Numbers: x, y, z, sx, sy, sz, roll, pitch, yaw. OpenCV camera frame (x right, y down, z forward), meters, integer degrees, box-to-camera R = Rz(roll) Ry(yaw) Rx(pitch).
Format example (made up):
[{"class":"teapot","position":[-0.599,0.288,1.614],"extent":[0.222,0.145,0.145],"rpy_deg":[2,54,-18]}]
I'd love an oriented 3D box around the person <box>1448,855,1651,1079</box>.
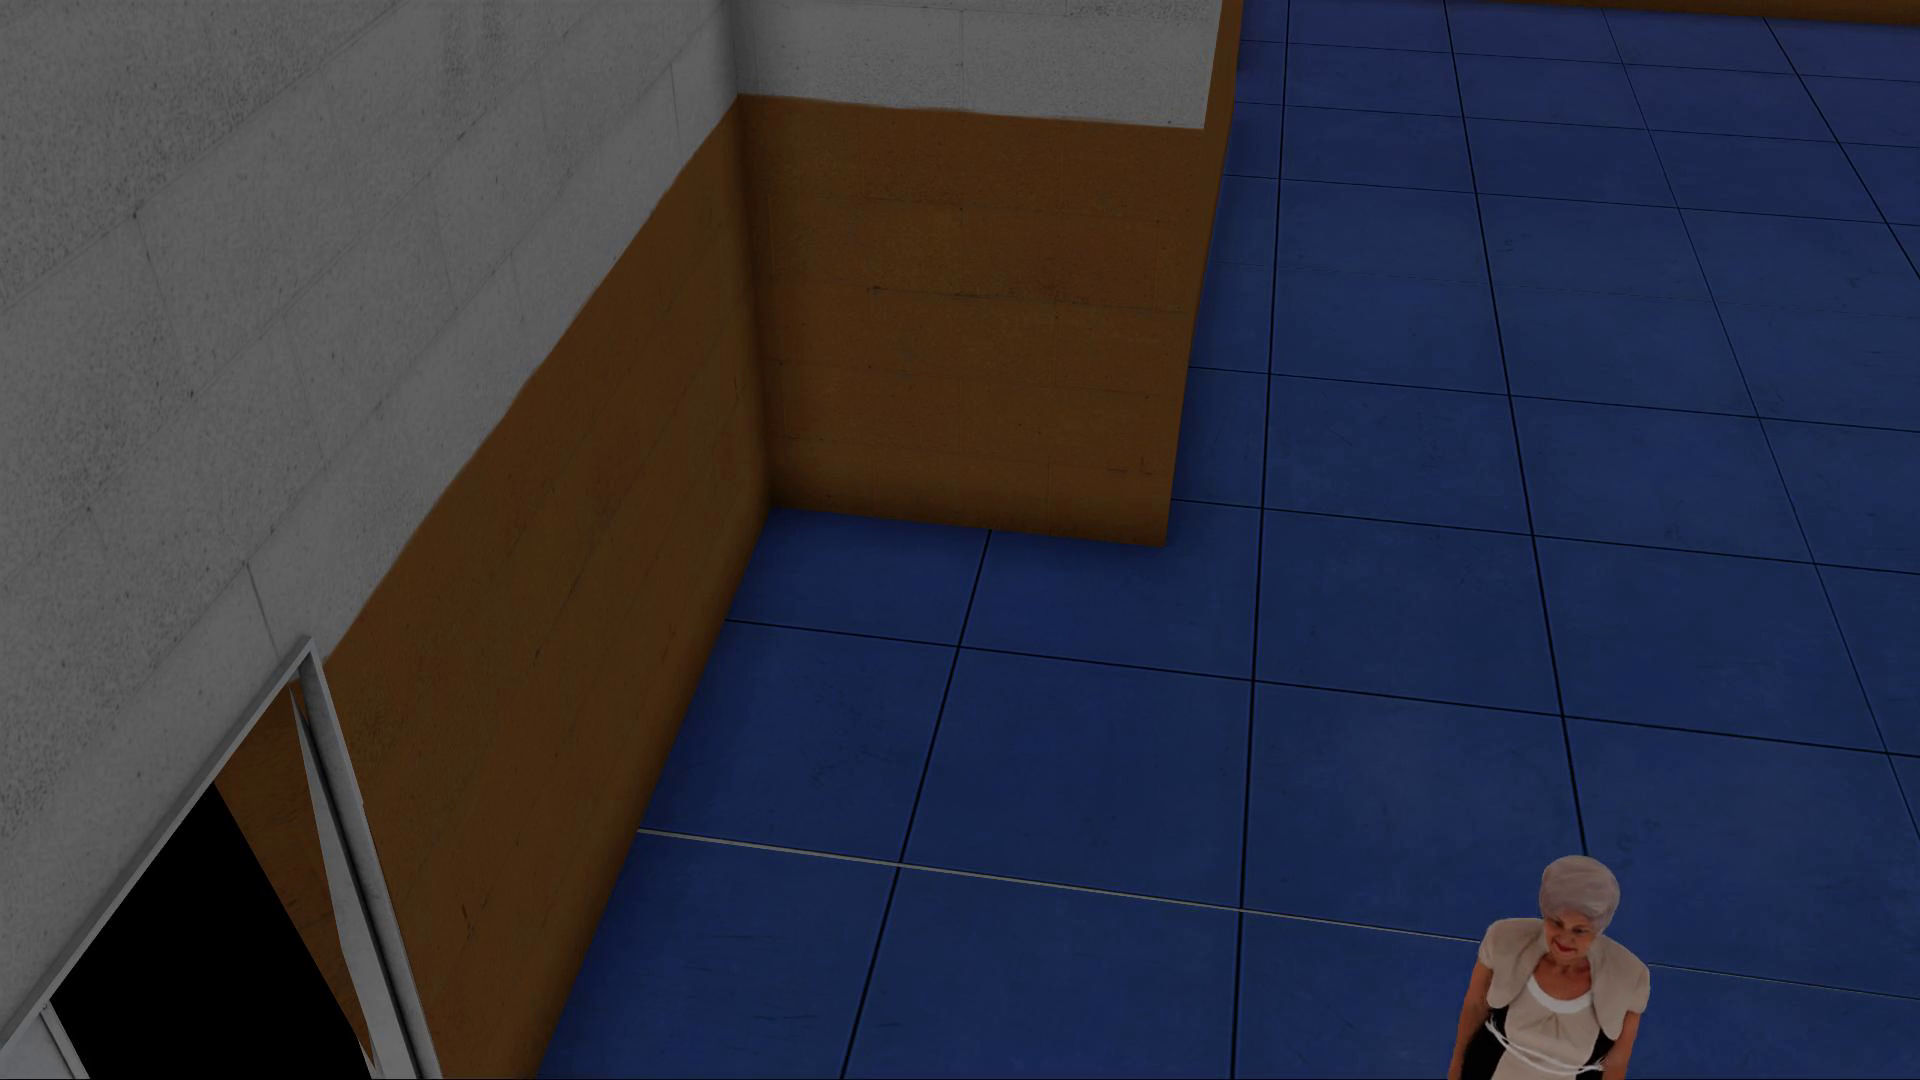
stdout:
[{"class":"person","position":[1.663,1.522,4.781],"extent":[0.950,1.732,0.832],"rpy_deg":[16,40,20]}]
